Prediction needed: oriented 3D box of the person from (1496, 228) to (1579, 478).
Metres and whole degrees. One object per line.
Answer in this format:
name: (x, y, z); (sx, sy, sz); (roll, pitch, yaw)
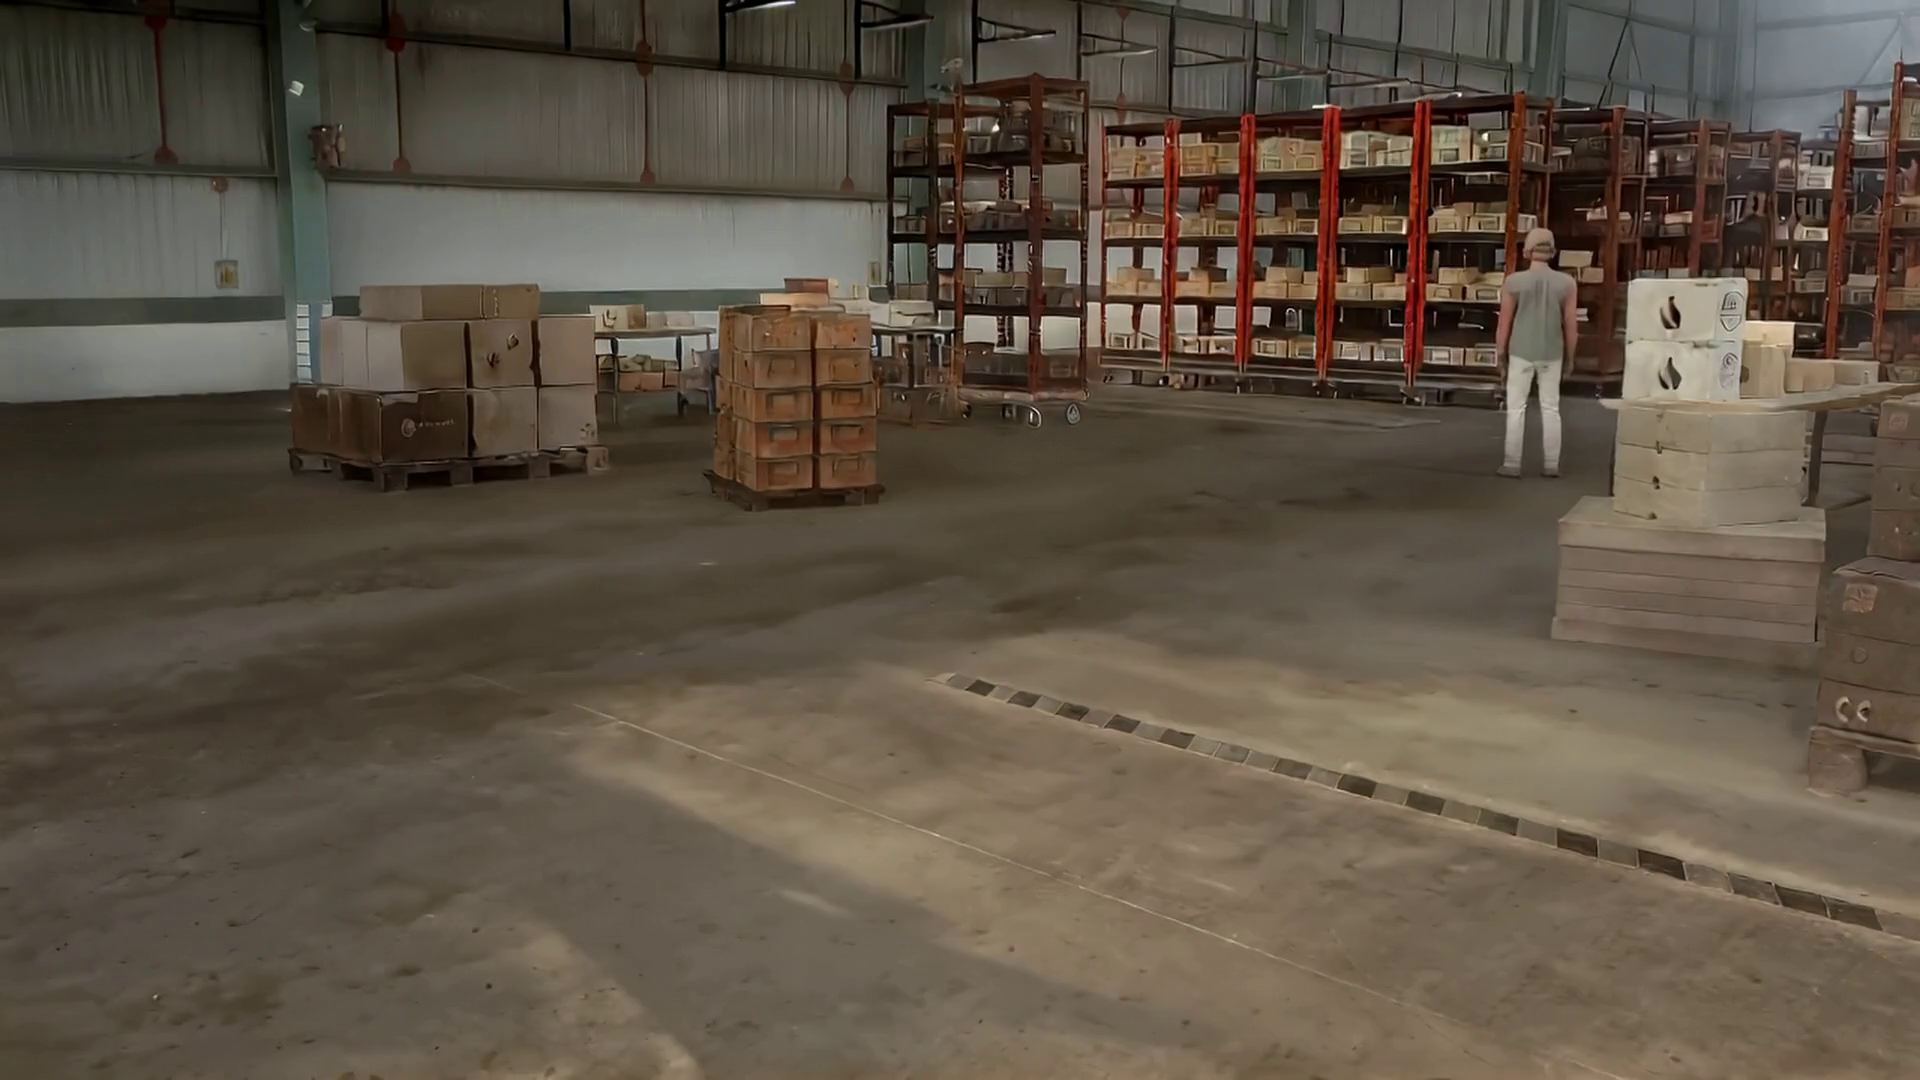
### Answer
person: (4.573, -1.476, 13.213); (0.634, 1.981, 0.430); (0, 9, 0)
